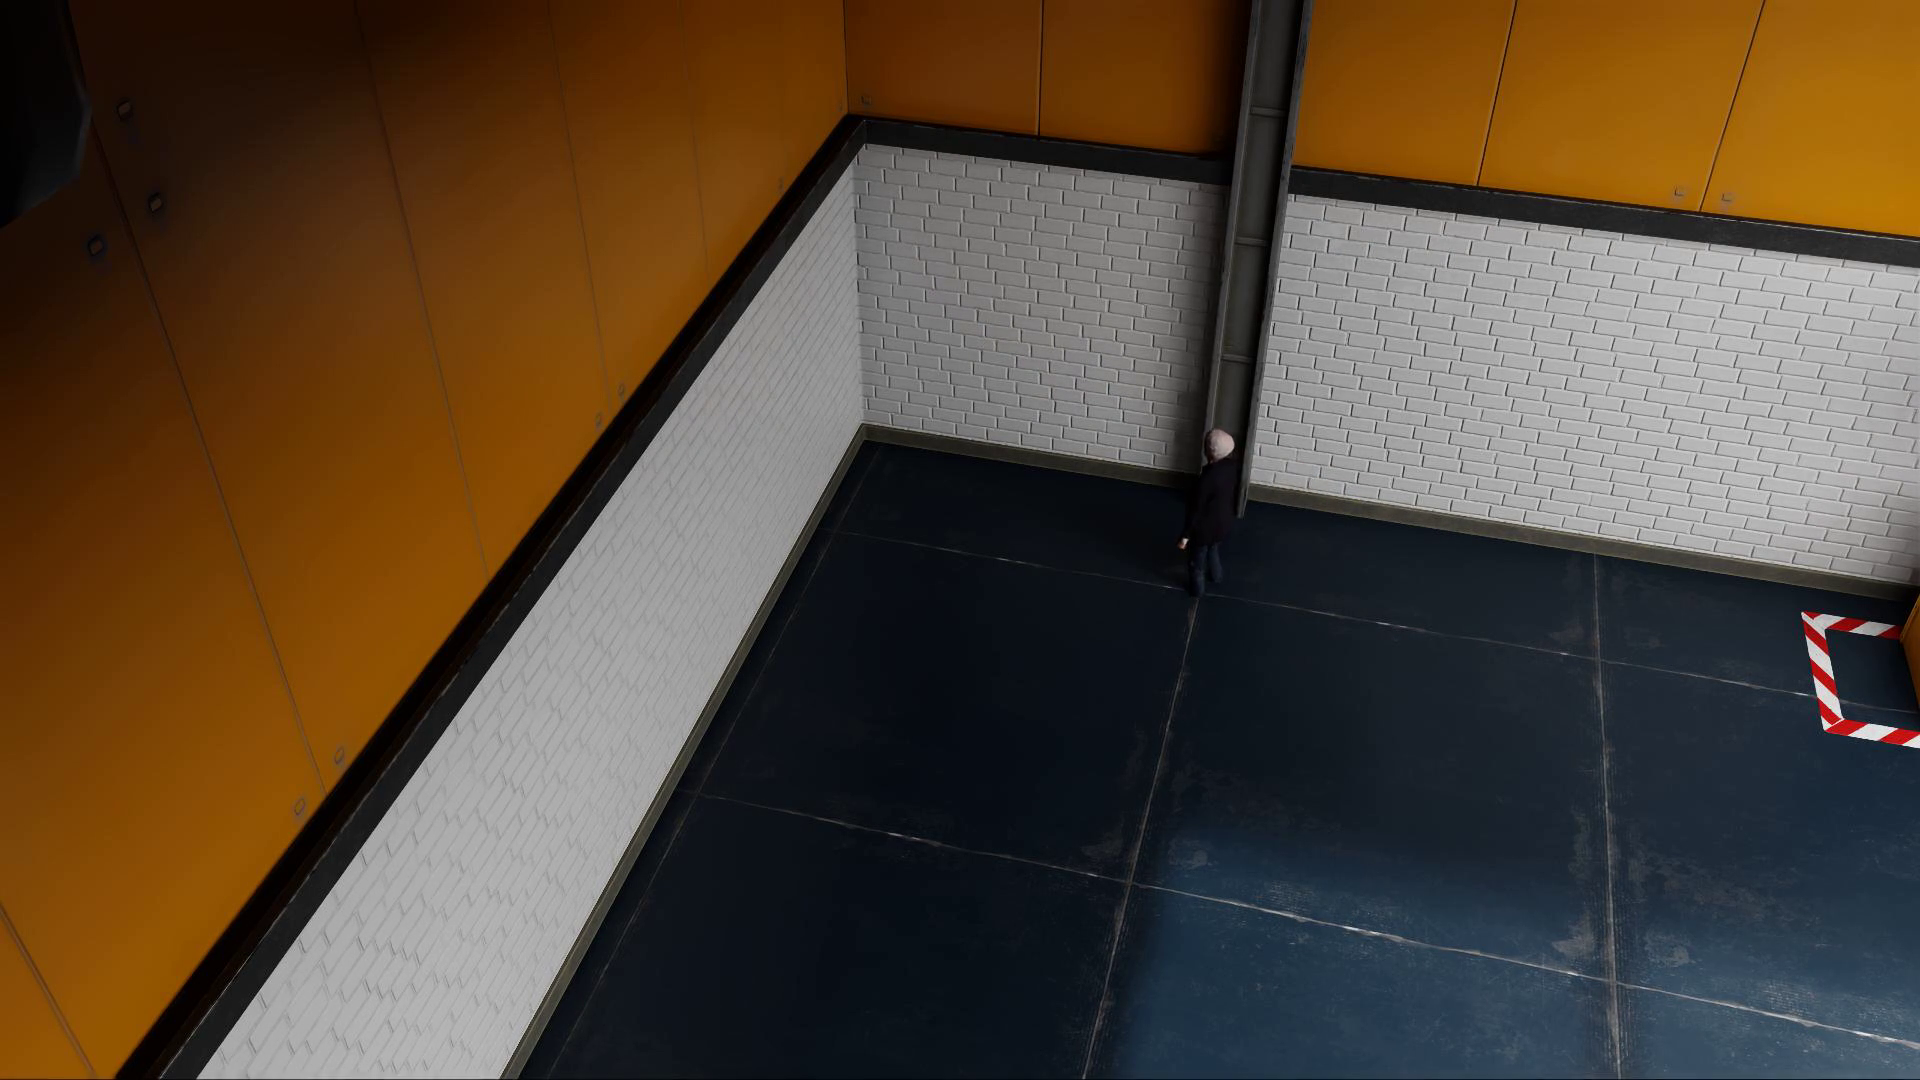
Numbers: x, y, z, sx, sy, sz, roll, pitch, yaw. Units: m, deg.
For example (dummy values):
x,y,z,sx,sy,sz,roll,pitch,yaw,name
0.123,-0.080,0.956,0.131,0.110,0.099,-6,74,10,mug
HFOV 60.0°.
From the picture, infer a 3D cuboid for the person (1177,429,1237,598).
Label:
x,y,z,sx,sy,sz,roll,pitch,yaw,name
1.906,-0.059,12.742,0.753,1.784,0.839,31,48,32,person
